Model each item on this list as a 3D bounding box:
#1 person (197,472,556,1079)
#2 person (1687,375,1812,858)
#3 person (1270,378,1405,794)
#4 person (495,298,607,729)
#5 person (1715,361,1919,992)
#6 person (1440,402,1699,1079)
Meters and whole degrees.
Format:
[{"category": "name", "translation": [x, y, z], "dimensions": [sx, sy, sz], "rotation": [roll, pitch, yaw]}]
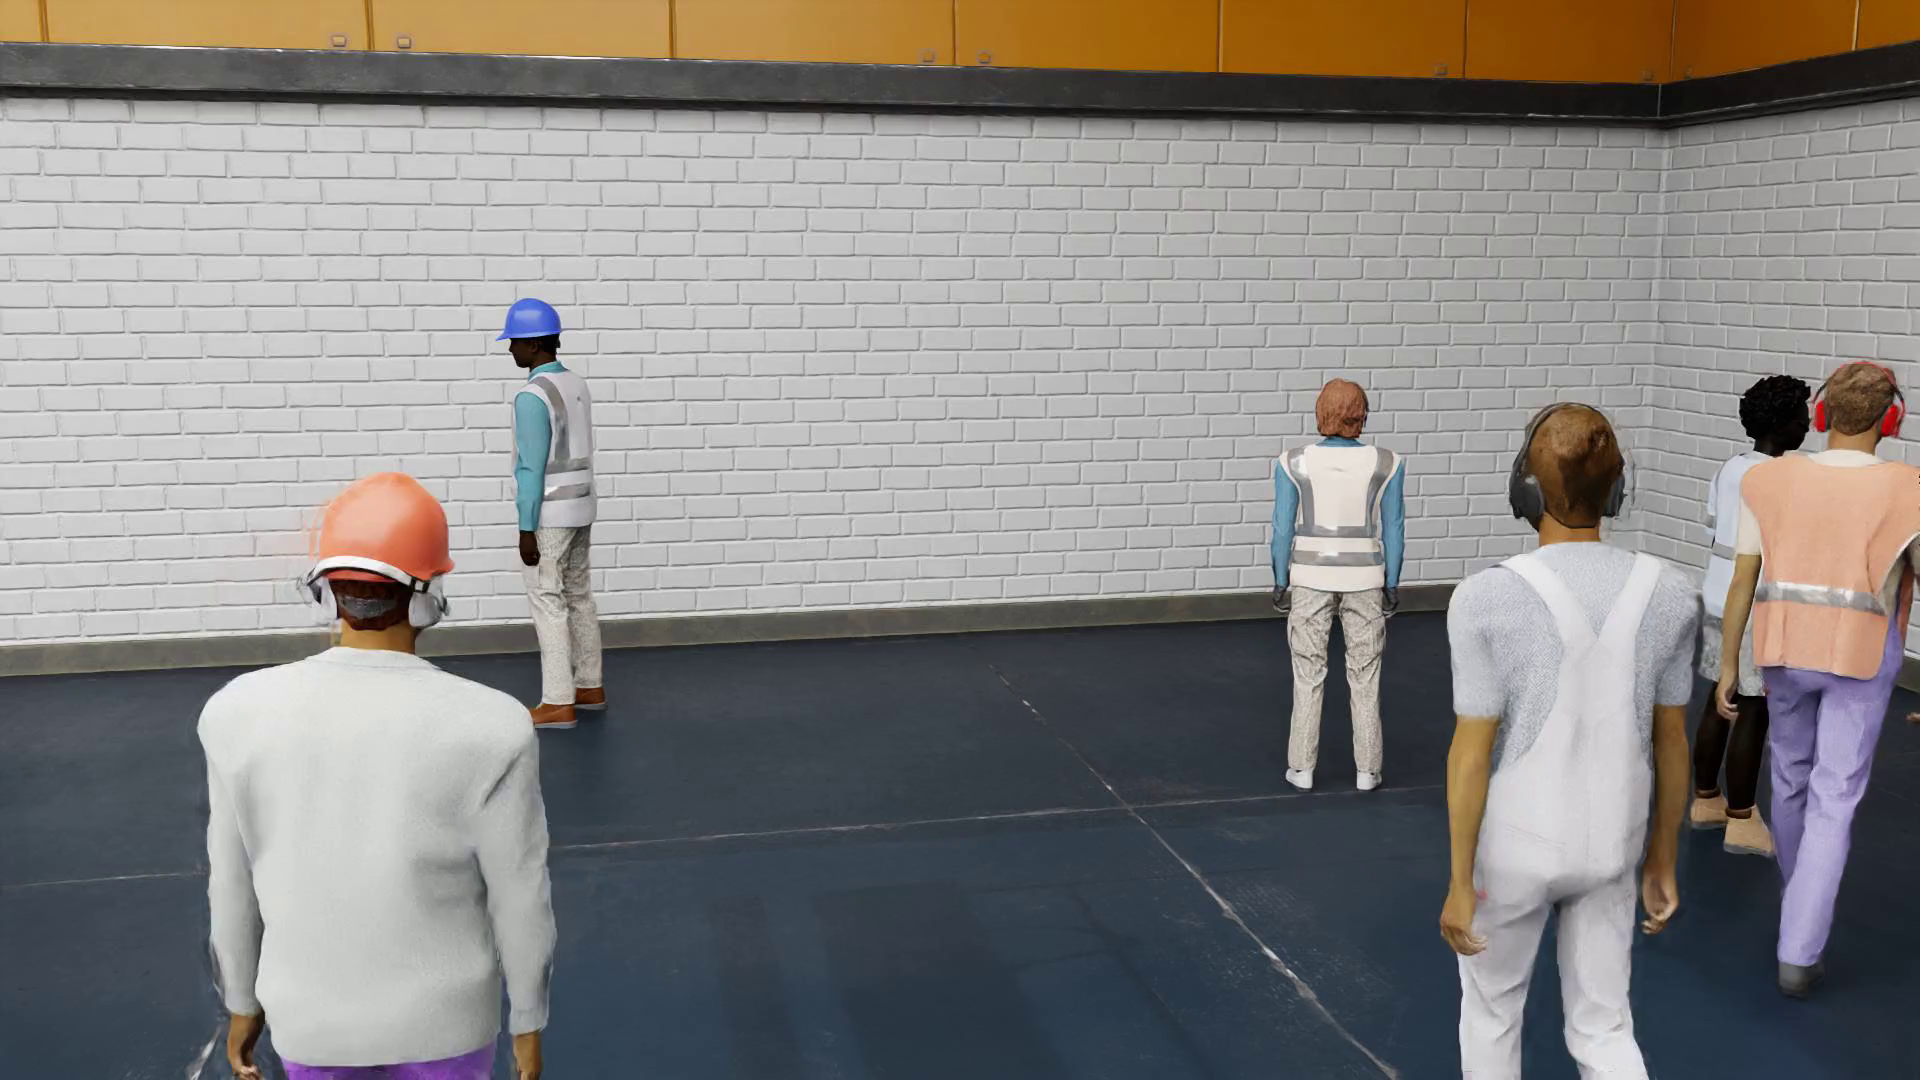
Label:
[{"category": "person", "translation": [-0.957, 0.760, 2.751], "dimensions": [0.582, 1.739, 0.490], "rotation": [0, 9, 1]}, {"category": "person", "translation": [2.834, 0.262, 5.923], "dimensions": [0.316, 1.695, 0.541], "rotation": [0, 9, 0]}, {"category": "person", "translation": [1.478, 0.188, 6.548], "dimensions": [0.515, 1.640, 0.315], "rotation": [2, 9, 9]}, {"category": "person", "translation": [-1.852, -0.117, 7.520], "dimensions": [0.417, 1.938, 0.617], "rotation": [2, 9, 11]}, {"category": "person", "translation": [2.596, 0.374, 4.949], "dimensions": [0.569, 1.795, 0.907], "rotation": [8, 13, 42]}, {"category": "person", "translation": [1.207, 0.640, 3.281], "dimensions": [0.512, 1.820, 0.807], "rotation": [-1, 9, -4]}]
